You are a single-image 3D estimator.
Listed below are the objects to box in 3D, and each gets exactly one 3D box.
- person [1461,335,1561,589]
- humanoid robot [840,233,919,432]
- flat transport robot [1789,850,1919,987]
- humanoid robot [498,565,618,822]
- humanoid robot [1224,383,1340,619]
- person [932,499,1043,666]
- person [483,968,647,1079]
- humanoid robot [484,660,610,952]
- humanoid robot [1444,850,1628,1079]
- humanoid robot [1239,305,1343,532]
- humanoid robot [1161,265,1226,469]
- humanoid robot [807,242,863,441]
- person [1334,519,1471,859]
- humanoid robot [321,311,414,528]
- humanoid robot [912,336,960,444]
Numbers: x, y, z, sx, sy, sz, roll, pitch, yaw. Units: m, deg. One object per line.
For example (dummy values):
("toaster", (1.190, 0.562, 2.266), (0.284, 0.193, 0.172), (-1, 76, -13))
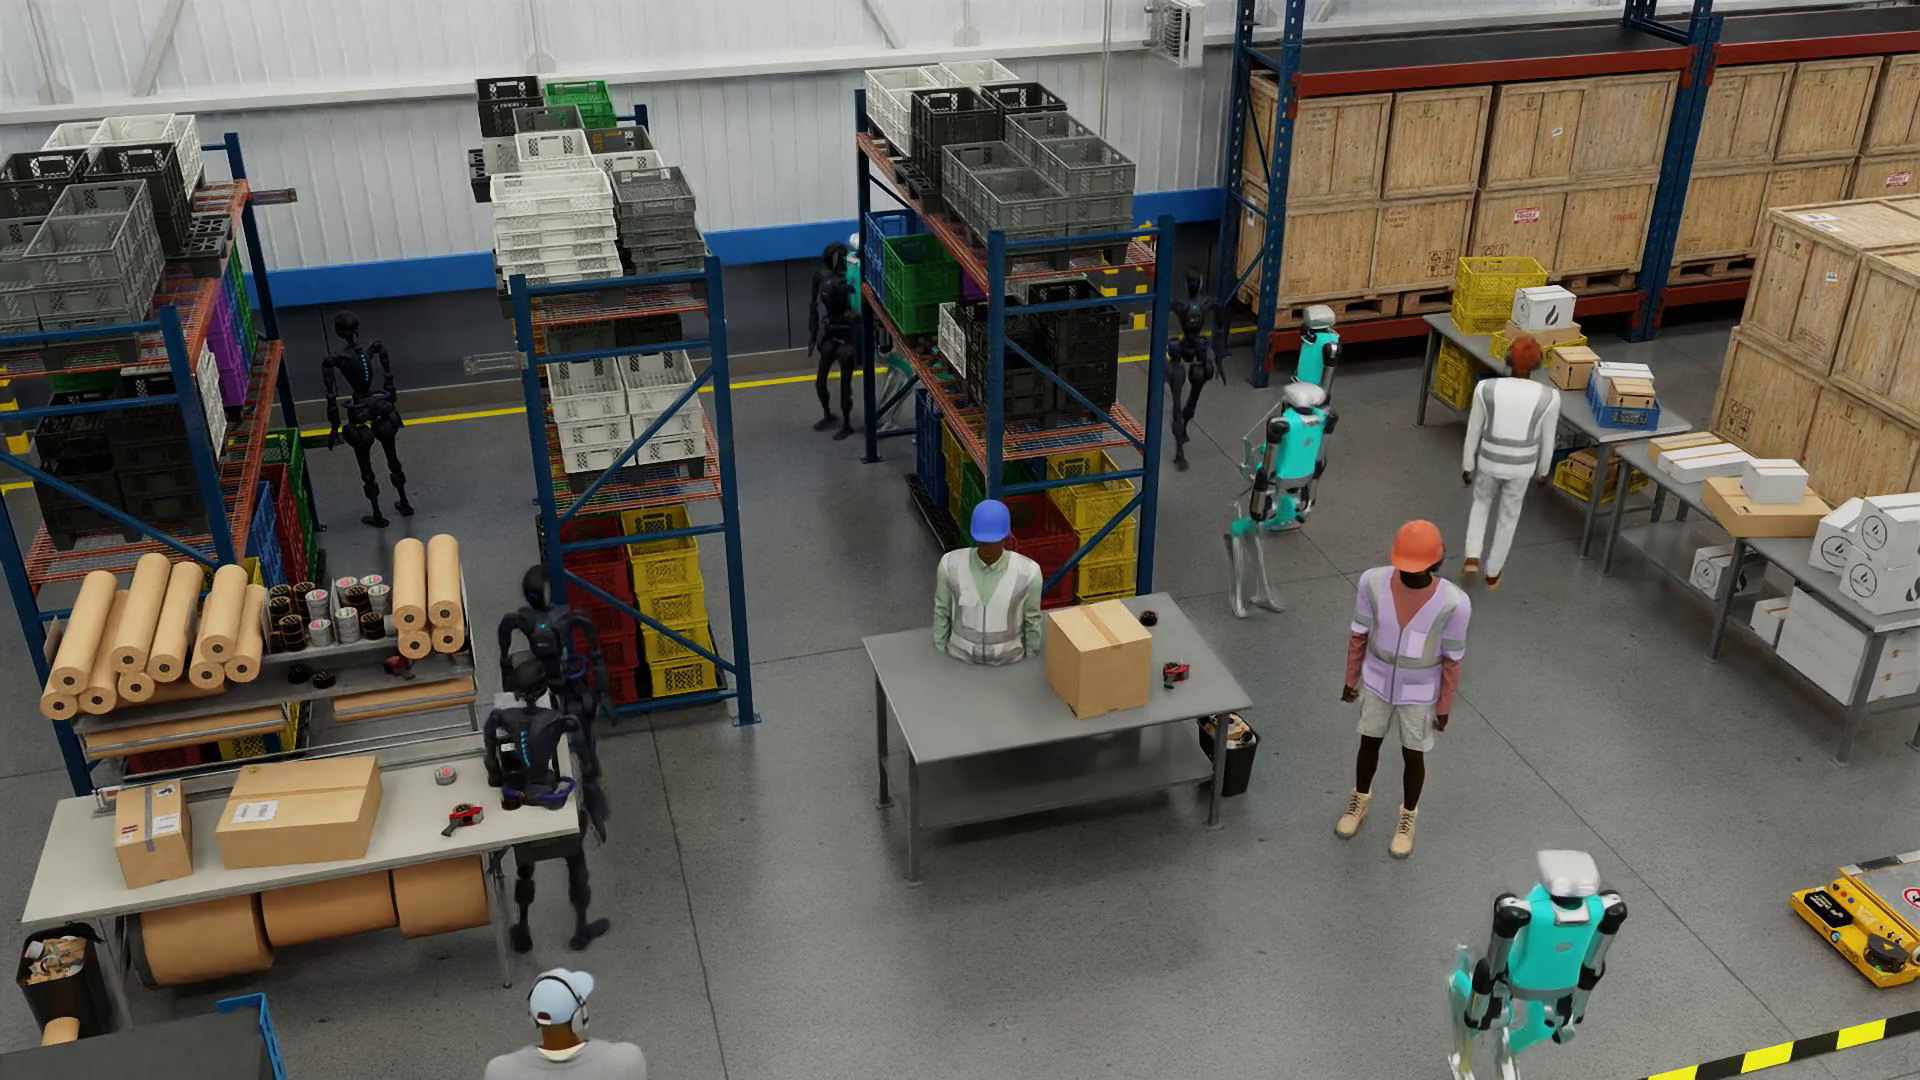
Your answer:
("person", (3.770, -0.526, 11.463), (0.574, 1.873, 0.431), (13, 31, 22))
("humanoid robot", (-0.596, -1.712, 13.709), (0.686, 1.765, 0.536), (-20, 34, -31))
("flat transport robot", (5.163, 1.916, 8.676), (1.431, 0.231, 0.659), (-8, 30, -14))
("humanoid robot", (-2.202, 0.856, 9.151), (0.610, 1.658, 0.336), (-3, 29, -5))
("humanoid robot", (2.069, -0.306, 11.169), (0.563, 1.757, 0.767), (-14, 32, -24))
("person", (0.148, 0.647, 9.239), (0.604, 1.951, 0.381), (3, 29, 6))
("person", (-1.422, 2.343, 6.258), (0.589, 1.848, 0.406), (-4, 29, -8))
("humanoid robot", (-2.077, 1.342, 8.254), (0.601, 1.640, 0.385), (4, 29, 7))
("humanoid robot", (2.380, 1.914, 7.173), (0.542, 1.736, 1.025), (-2, 29, -4))
("humanoid robot", (2.337, -0.871, 12.118), (0.731, 1.693, 0.533), (-5, 29, -10))
("humanoid robot", (1.852, -1.426, 13.348), (0.589, 1.629, 0.781), (-3, 29, -5))
("humanoid robot", (-0.995, -1.634, 13.665), (0.599, 1.658, 0.343), (20, 35, 32))
("person", (2.341, 0.791, 8.894), (0.607, 2.034, 0.396), (16, 33, 27))
("humanoid robot", (-4.406, -0.903, 12.326), (0.315, 1.657, 0.599), (23, 36, 35))
("humanoid robot", (-0.160, -1.628, 13.535), (0.671, 1.748, 0.551), (-2, 29, -5))
